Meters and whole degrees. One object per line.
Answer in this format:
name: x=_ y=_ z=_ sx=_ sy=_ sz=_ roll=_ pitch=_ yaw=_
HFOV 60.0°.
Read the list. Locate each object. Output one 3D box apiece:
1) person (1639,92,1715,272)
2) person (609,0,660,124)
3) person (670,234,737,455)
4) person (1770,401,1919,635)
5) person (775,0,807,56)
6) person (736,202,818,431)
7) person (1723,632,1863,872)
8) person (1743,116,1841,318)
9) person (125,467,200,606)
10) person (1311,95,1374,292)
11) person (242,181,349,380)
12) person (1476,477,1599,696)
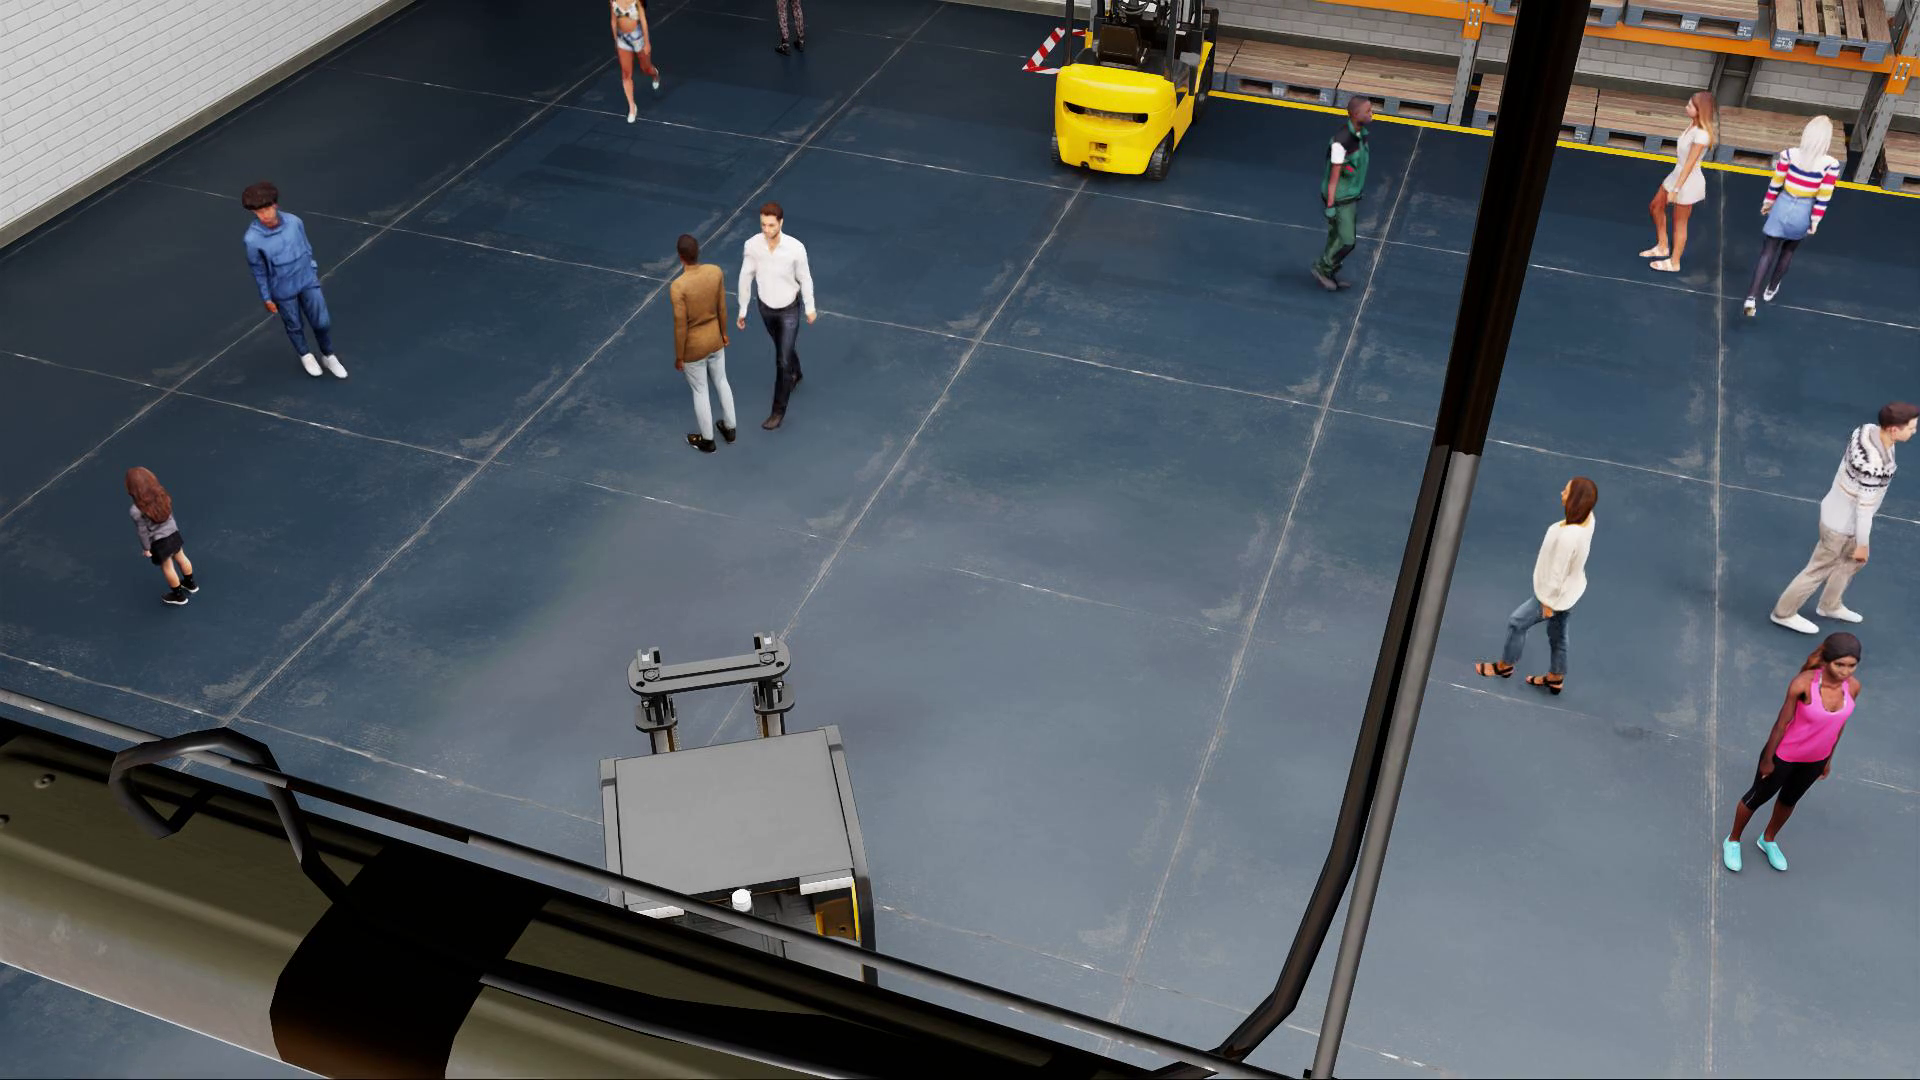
person: x=6.528 y=-3.152 z=14.773 sx=0.668 sy=1.681 sz=0.637 roll=6 pitch=39 yaw=7
person: x=-3.398 y=-5.229 z=17.437 sx=0.927 sy=1.601 sz=0.698 roll=8 pitch=39 yaw=10
person: x=-1.950 y=-1.484 z=12.576 sx=0.717 sy=1.815 sz=0.691 roll=-30 pitch=48 yaw=-32
person: x=5.716 y=-0.159 z=10.903 sx=0.809 sy=1.833 sz=0.716 roll=14 pitch=41 yaw=17
person: x=-1.970 y=-6.340 z=18.738 sx=0.679 sy=1.714 sz=0.719 roll=-23 pitch=44 yaw=-26
person: x=-1.383 y=-1.845 z=13.025 sx=1.147 sy=1.818 sz=0.783 roll=12 pitch=40 yaw=14
person: x=4.687 y=1.180 z=9.314 sx=0.588 sy=1.724 sz=0.685 roll=0 pitch=39 yaw=0
person: x=7.031 y=-2.721 z=14.152 sx=1.116 sy=1.782 sz=0.925 roll=25 pitch=45 yaw=28
person: x=-5.457 y=-0.047 z=11.345 sx=0.453 sy=1.106 sz=0.478 roll=11 pitch=40 yaw=13
person: x=3.259 y=-3.010 z=14.474 sx=0.740 sy=1.830 sz=0.779 roll=22 pitch=43 yaw=25
person: x=-5.395 y=-2.095 z=13.369 sx=0.849 sy=1.780 sz=0.886 roll=-32 pitch=48 yaw=-33
person: x=3.819 y=0.340 z=10.412 sx=0.860 sy=1.664 sz=0.757 roll=24 pitch=45 yaw=27
